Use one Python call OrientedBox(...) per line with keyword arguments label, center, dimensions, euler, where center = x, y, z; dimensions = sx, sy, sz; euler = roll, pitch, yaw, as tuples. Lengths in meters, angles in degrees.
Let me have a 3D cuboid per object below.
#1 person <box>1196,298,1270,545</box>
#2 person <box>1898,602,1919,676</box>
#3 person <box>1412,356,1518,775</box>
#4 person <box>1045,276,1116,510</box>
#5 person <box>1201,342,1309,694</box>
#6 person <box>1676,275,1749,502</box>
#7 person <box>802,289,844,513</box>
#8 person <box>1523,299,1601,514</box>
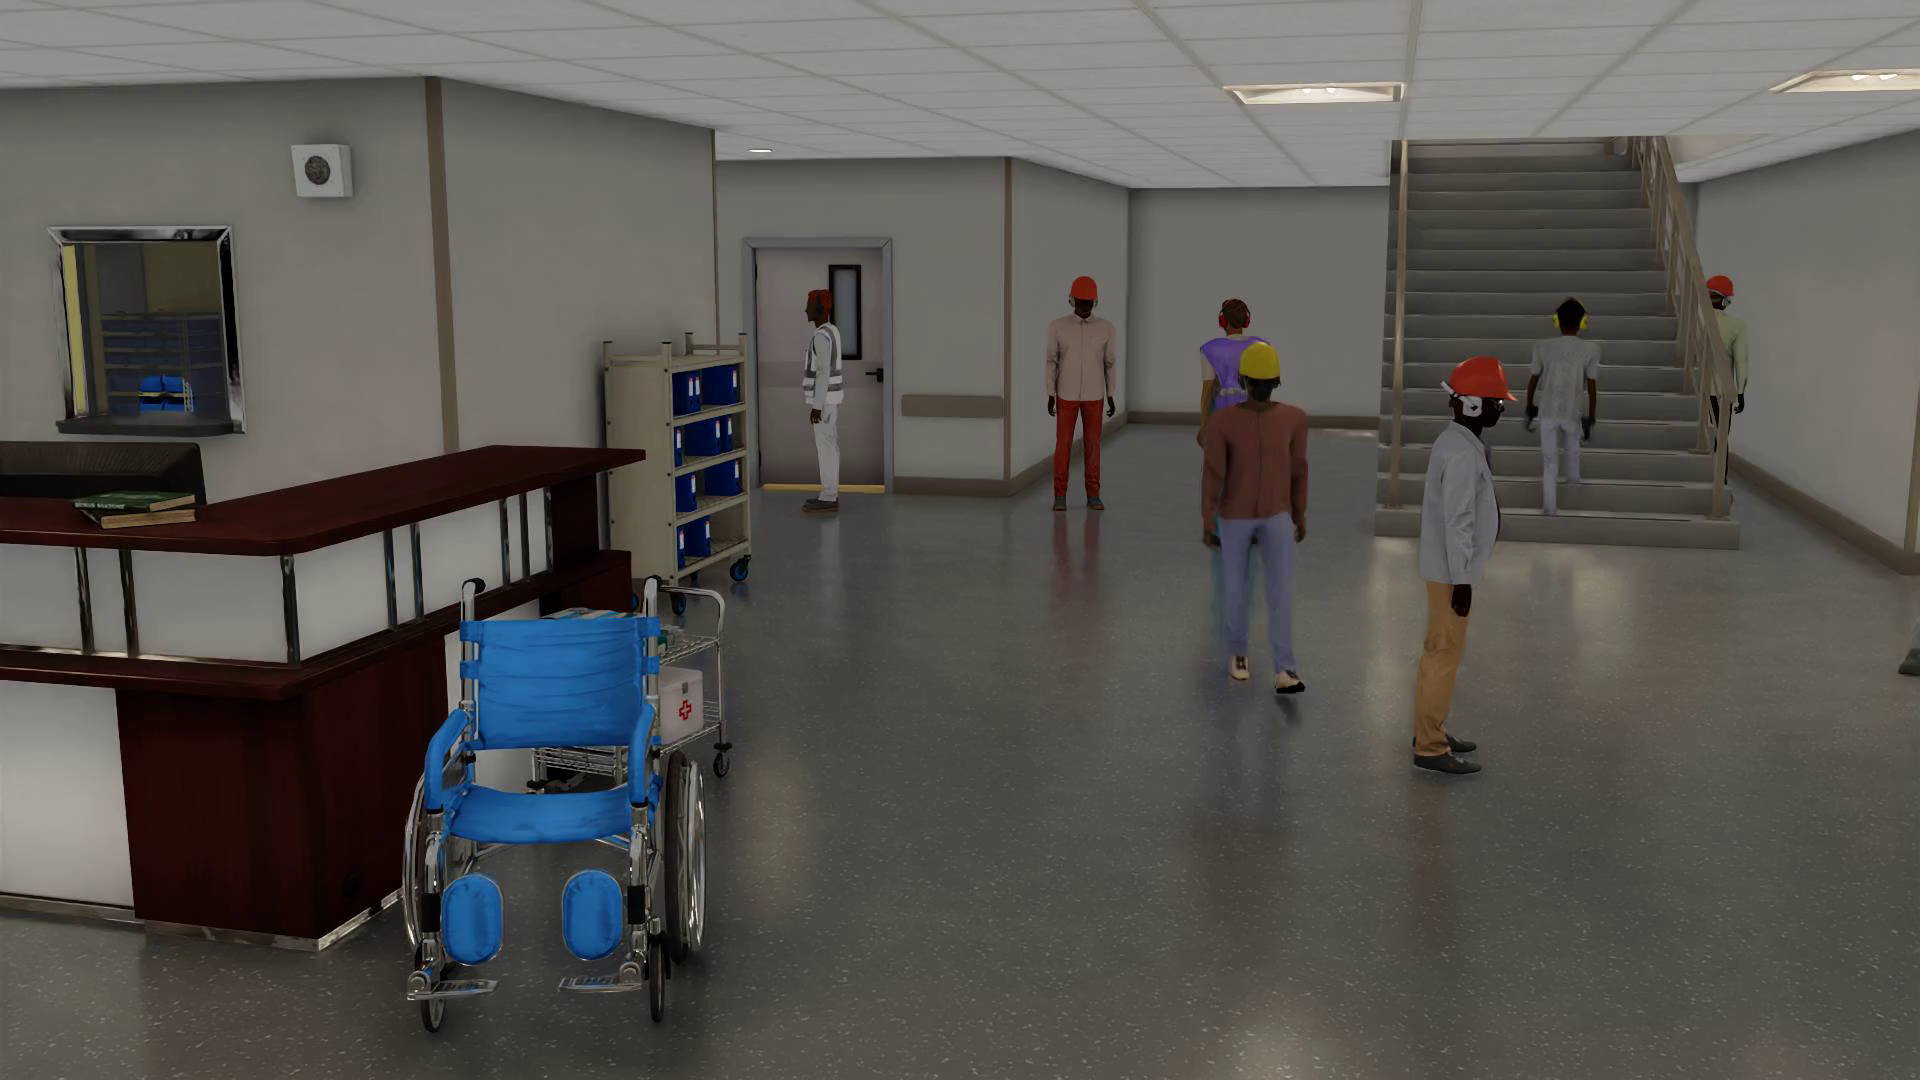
OrientedBox(label="person", center=(2.044, -0.869, 12.411), dimensions=(0.565, 1.843, 0.396), euler=(-3, 10, -16))
OrientedBox(label="person", center=(5.234, -0.227, 8.419), dimensions=(0.656, 1.913, 0.635), euler=(-5, 11, -27))
OrientedBox(label="person", center=(2.118, 0.102, 6.992), dimensions=(0.361, 1.742, 0.563), euler=(2, 10, 14))
OrientedBox(label="person", center=(1.029, -1.241, 14.156), dimensions=(0.609, 1.993, 0.384), euler=(-1, 10, -5))
OrientedBox(label="person", center=(1.467, -0.099, 8.195), dimensions=(0.555, 1.724, 0.854), euler=(0, 10, -1))
OrientedBox(label="person", center=(6.591, -1.320, 14.618), dimensions=(0.622, 1.992, 0.394), euler=(8, 12, 38))
OrientedBox(label="person", center=(-1.168, -1.172, 14.078), dimensions=(0.355, 1.883, 0.574), euler=(0, 10, 2))
OrientedBox(label="person", center=(4.643, -0.936, 12.868), dimensions=(0.517, 1.830, 0.926), euler=(3, 10, 17))
